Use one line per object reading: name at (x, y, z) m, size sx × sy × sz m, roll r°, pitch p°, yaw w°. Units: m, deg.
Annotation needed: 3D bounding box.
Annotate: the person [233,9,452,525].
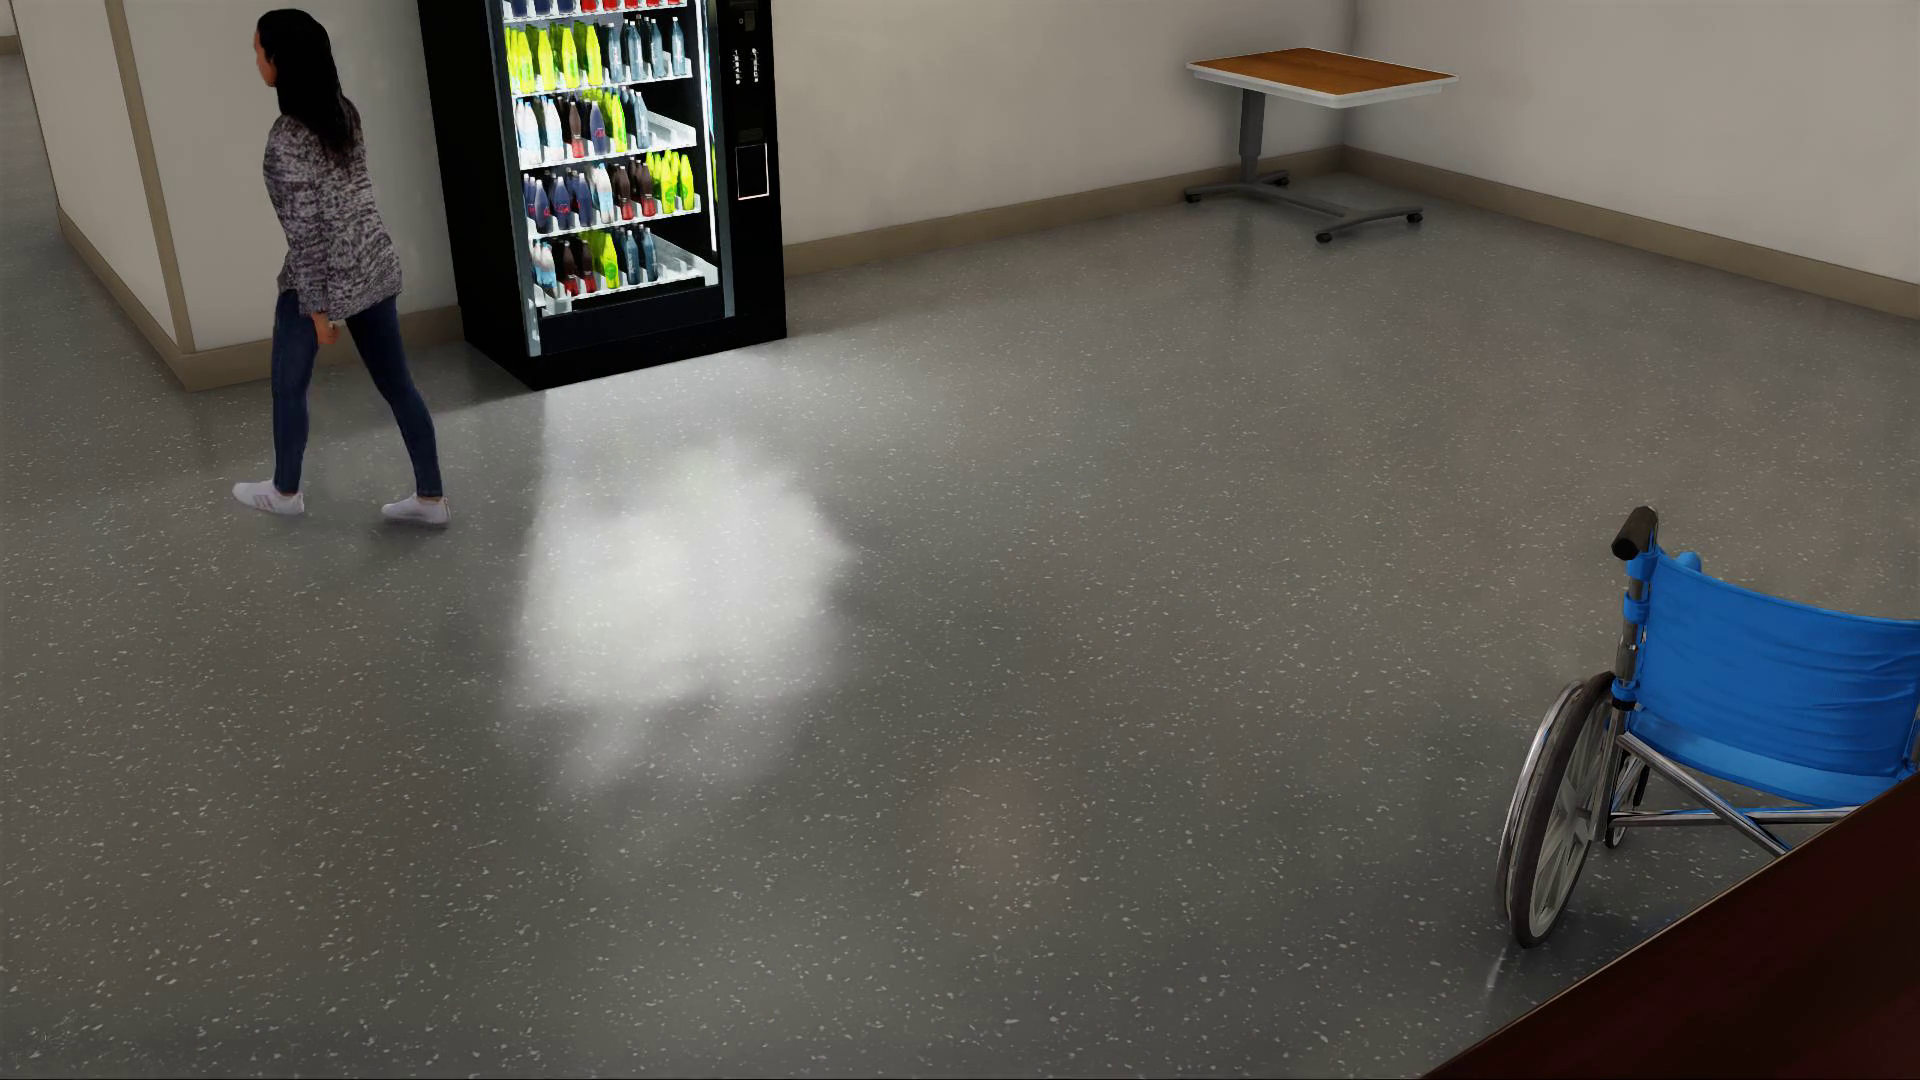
person at (-1.937, -0.822, 5.423) m, size 1.010 × 1.704 × 1.021 m, roll 9°, pitch 27°, yaw 19°
